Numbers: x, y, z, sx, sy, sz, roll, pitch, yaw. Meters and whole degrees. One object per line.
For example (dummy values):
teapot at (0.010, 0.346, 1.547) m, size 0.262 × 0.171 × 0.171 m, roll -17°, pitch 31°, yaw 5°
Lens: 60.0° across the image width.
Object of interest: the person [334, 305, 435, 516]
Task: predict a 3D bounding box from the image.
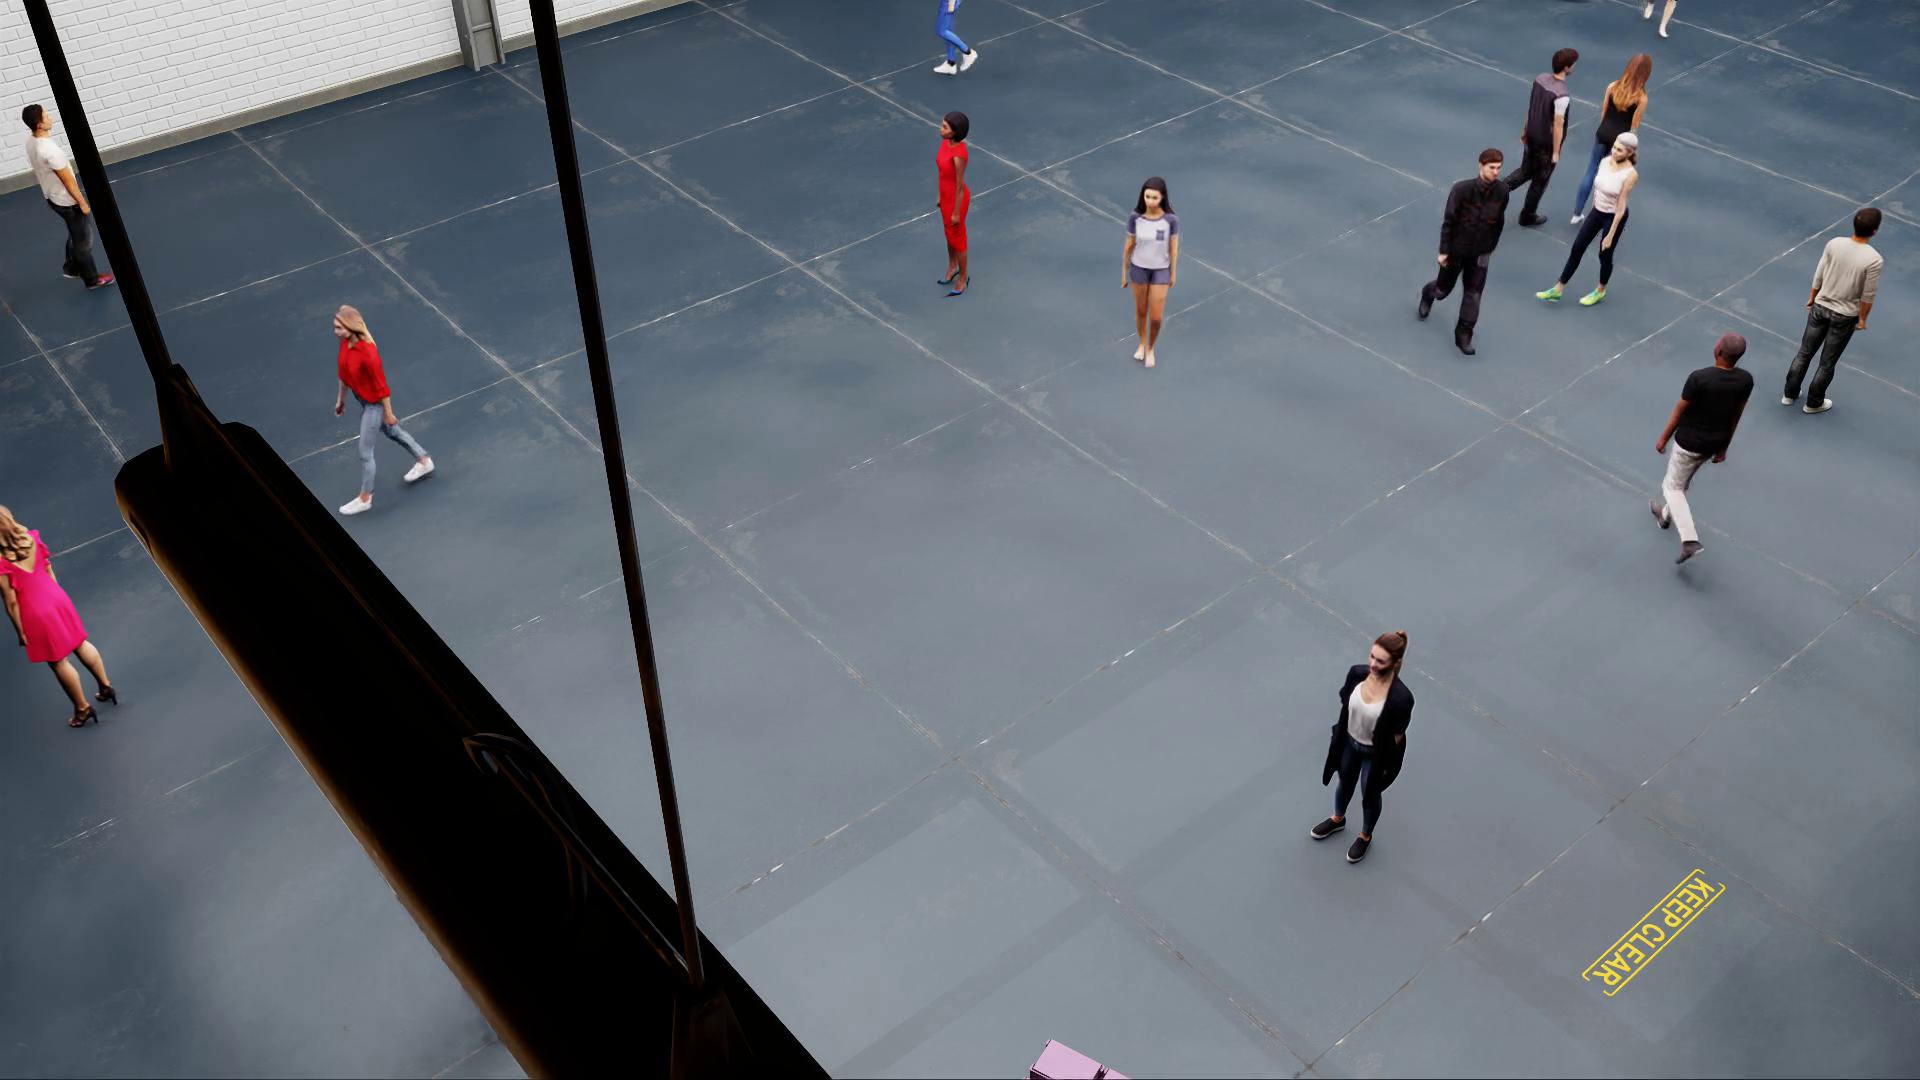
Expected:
person at (-4.386, -1.056, 12.586) m, size 1.044 × 1.664 × 0.626 m, roll -30°, pitch 47°, yaw -32°

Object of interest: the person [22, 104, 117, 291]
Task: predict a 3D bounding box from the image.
person at (-8.144, -3.049, 14.976) m, size 0.706 × 1.796 × 0.686 m, roll 29°, pitch 47°, yaw 31°

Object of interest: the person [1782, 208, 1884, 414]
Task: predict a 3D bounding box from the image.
person at (7.090, -1.858, 13.472) m, size 0.539 × 1.811 × 0.656 m, roll -26°, pitch 45°, yaw -29°

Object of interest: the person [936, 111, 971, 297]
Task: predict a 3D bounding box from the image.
person at (-0.050, -3.041, 15.008) m, size 0.600 × 1.743 × 0.627 m, roll -13°, pitch 41°, yaw -16°

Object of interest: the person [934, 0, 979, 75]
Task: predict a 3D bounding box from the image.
person at (-0.025, -6.121, 18.855) m, size 0.910 × 1.755 × 0.849 m, roll -1°, pitch 39°, yaw -1°

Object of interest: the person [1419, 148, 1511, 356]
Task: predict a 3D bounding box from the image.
person at (4.329, -2.534, 14.316) m, size 1.150 × 1.814 × 1.147 m, roll -3°, pitch 39°, yaw -4°

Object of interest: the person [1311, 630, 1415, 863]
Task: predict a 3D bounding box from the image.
person at (2.396, 1.194, 9.753) m, size 0.548 × 1.684 × 0.624 m, roll -29°, pitch 47°, yaw -31°

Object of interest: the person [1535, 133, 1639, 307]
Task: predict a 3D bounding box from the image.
person at (5.822, -2.848, 14.812) m, size 1.006 × 1.687 × 0.810 m, roll -13°, pitch 40°, yaw -16°

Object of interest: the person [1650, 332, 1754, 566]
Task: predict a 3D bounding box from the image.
person at (5.339, -0.642, 11.974) m, size 1.155 × 1.781 × 1.088 m, roll -5°, pitch 39°, yaw -6°

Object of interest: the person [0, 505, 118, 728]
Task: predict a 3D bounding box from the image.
person at (-5.835, 0.472, 10.631) m, size 0.730 × 1.716 × 0.646 m, roll 10°, pitch 40°, yaw 12°

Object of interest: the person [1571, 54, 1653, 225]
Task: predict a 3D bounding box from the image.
person at (6.255, -3.820, 16.031) m, size 0.690 × 1.684 × 1.107 m, roll 30°, pitch 47°, yaw 32°

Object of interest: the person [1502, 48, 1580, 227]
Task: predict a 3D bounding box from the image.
person at (5.489, -3.798, 15.884) m, size 1.029 × 1.832 × 0.884 m, roll -12°, pitch 40°, yaw -15°

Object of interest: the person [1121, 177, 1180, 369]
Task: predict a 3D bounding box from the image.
person at (1.630, -2.314, 14.116) m, size 0.731 × 1.720 × 0.777 m, roll 10°, pitch 40°, yaw 13°
